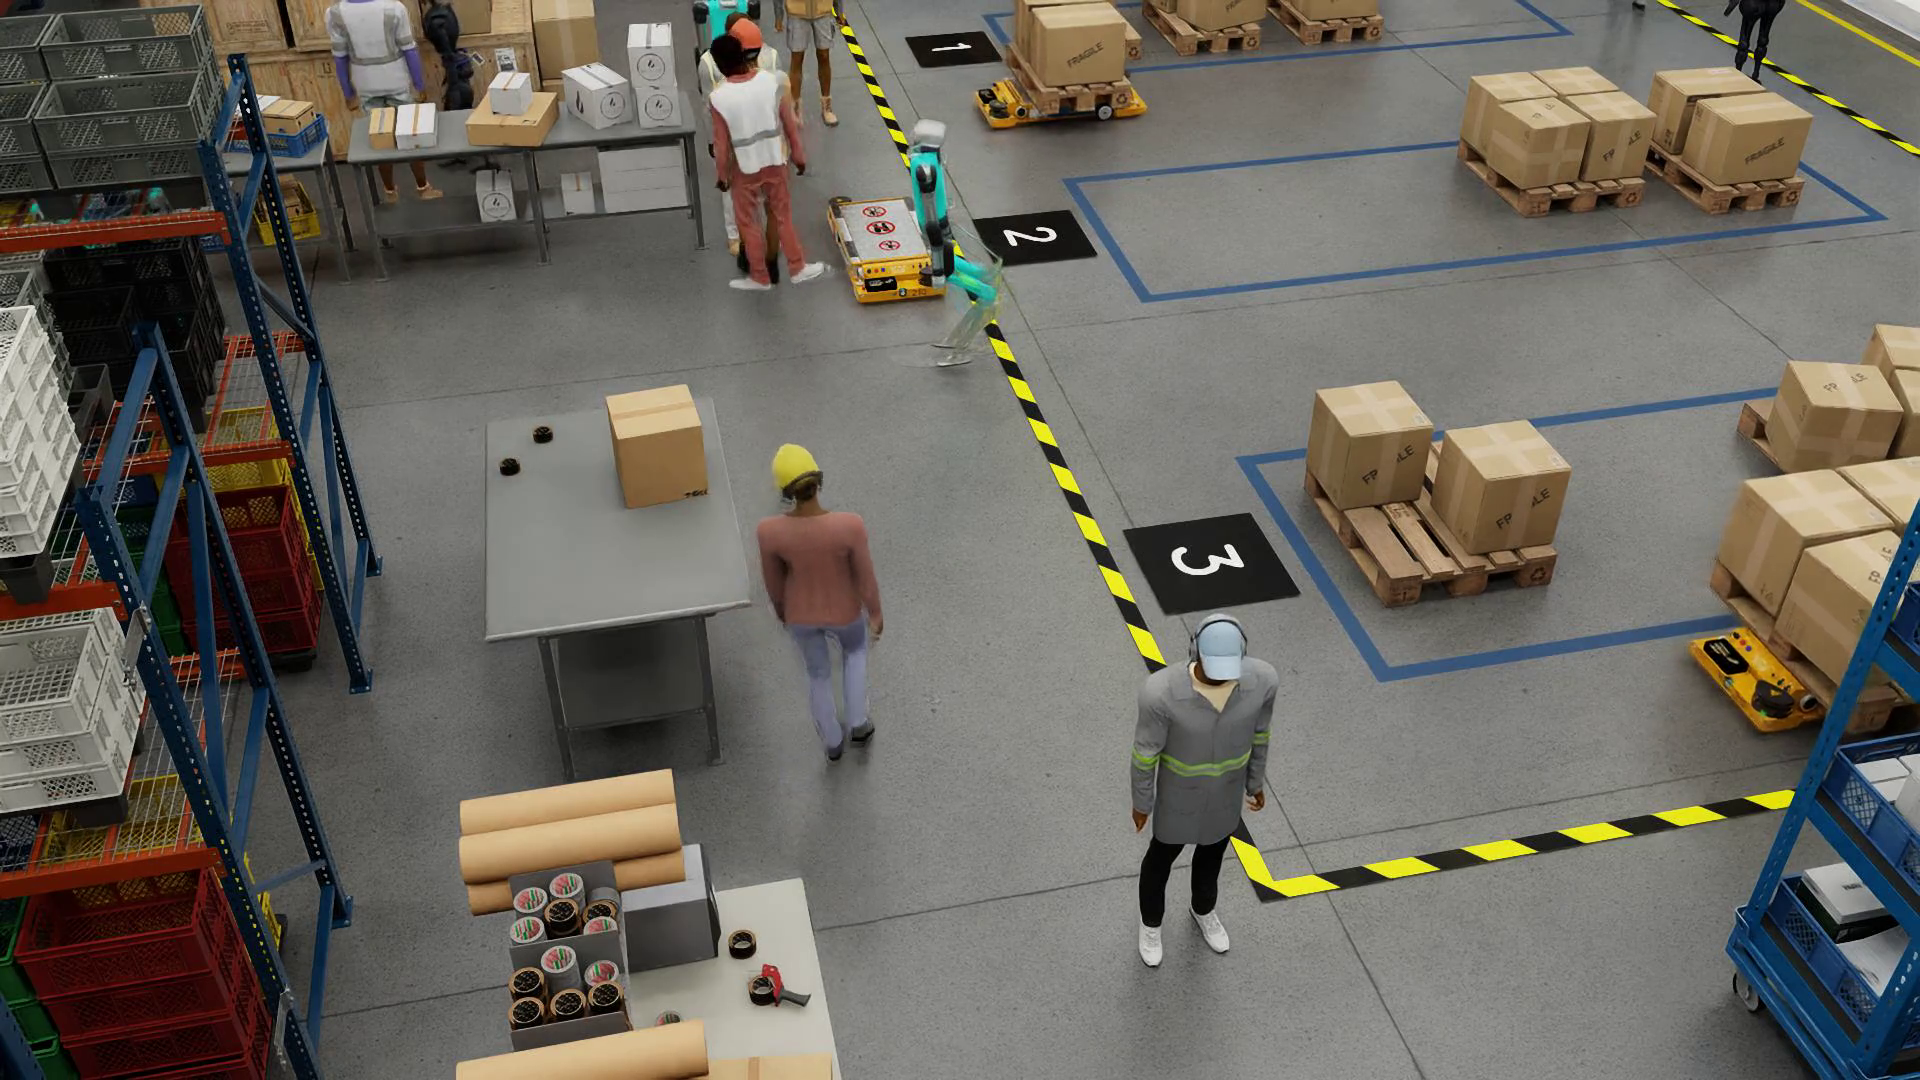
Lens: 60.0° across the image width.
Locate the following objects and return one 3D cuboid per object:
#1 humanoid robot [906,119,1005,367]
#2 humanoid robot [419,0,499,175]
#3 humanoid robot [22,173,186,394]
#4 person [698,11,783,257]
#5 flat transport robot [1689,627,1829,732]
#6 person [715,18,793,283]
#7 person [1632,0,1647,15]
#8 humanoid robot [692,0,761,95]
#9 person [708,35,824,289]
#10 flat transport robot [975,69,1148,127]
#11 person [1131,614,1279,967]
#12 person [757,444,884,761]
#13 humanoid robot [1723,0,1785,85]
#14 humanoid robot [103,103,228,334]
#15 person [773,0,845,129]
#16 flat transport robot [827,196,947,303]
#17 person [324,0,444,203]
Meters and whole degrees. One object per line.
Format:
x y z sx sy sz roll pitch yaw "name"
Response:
0.032 -1.915 10.784 0.735 1.677 0.533 -2 37 -2 "humanoid robot"
-4.075 -3.723 13.386 0.459 1.645 0.615 -12 38 -16 "humanoid robot"
-5.249 -1.535 10.397 1.032 1.737 0.551 -12 38 -15 "humanoid robot"
-1.572 -2.983 12.254 0.623 1.837 0.429 -11 38 -14 "person"
4.663 0.614 8.705 1.431 0.197 0.652 -8 37 -10 "flat transport robot"
-1.458 -2.800 11.932 0.562 1.917 0.572 -7 37 -9 "person"
6.945 -6.300 16.755 0.579 1.772 0.969 7 37 10 "person"
-1.882 -3.743 13.397 0.544 1.779 1.013 -10 38 -13 "humanoid robot"
-1.368 -2.666 11.797 0.782 1.878 0.394 -22 42 -27 "person"
0.902 -3.957 14.849 1.431 0.197 0.652 -8 37 -10 "flat transport robot"
0.992 1.034 6.837 0.599 1.850 0.386 -8 37 -10 "person"
-0.643 0.313 7.906 0.578 1.726 0.438 2 37 3 "person"
7.205 -4.904 14.950 0.599 1.659 0.315 -13 39 -17 "humanoid robot"
-5.678 -2.109 11.199 1.022 1.783 0.530 -2 37 -2 "humanoid robot"
-1.275 -4.495 14.112 0.613 2.039 0.389 -8 37 -11 "person"
-0.570 -2.220 12.538 0.659 0.231 1.431 -8 37 -10 "flat transport robot"
-4.436 -3.504 12.798 0.650 2.033 0.423 -7 37 -10 "person"
